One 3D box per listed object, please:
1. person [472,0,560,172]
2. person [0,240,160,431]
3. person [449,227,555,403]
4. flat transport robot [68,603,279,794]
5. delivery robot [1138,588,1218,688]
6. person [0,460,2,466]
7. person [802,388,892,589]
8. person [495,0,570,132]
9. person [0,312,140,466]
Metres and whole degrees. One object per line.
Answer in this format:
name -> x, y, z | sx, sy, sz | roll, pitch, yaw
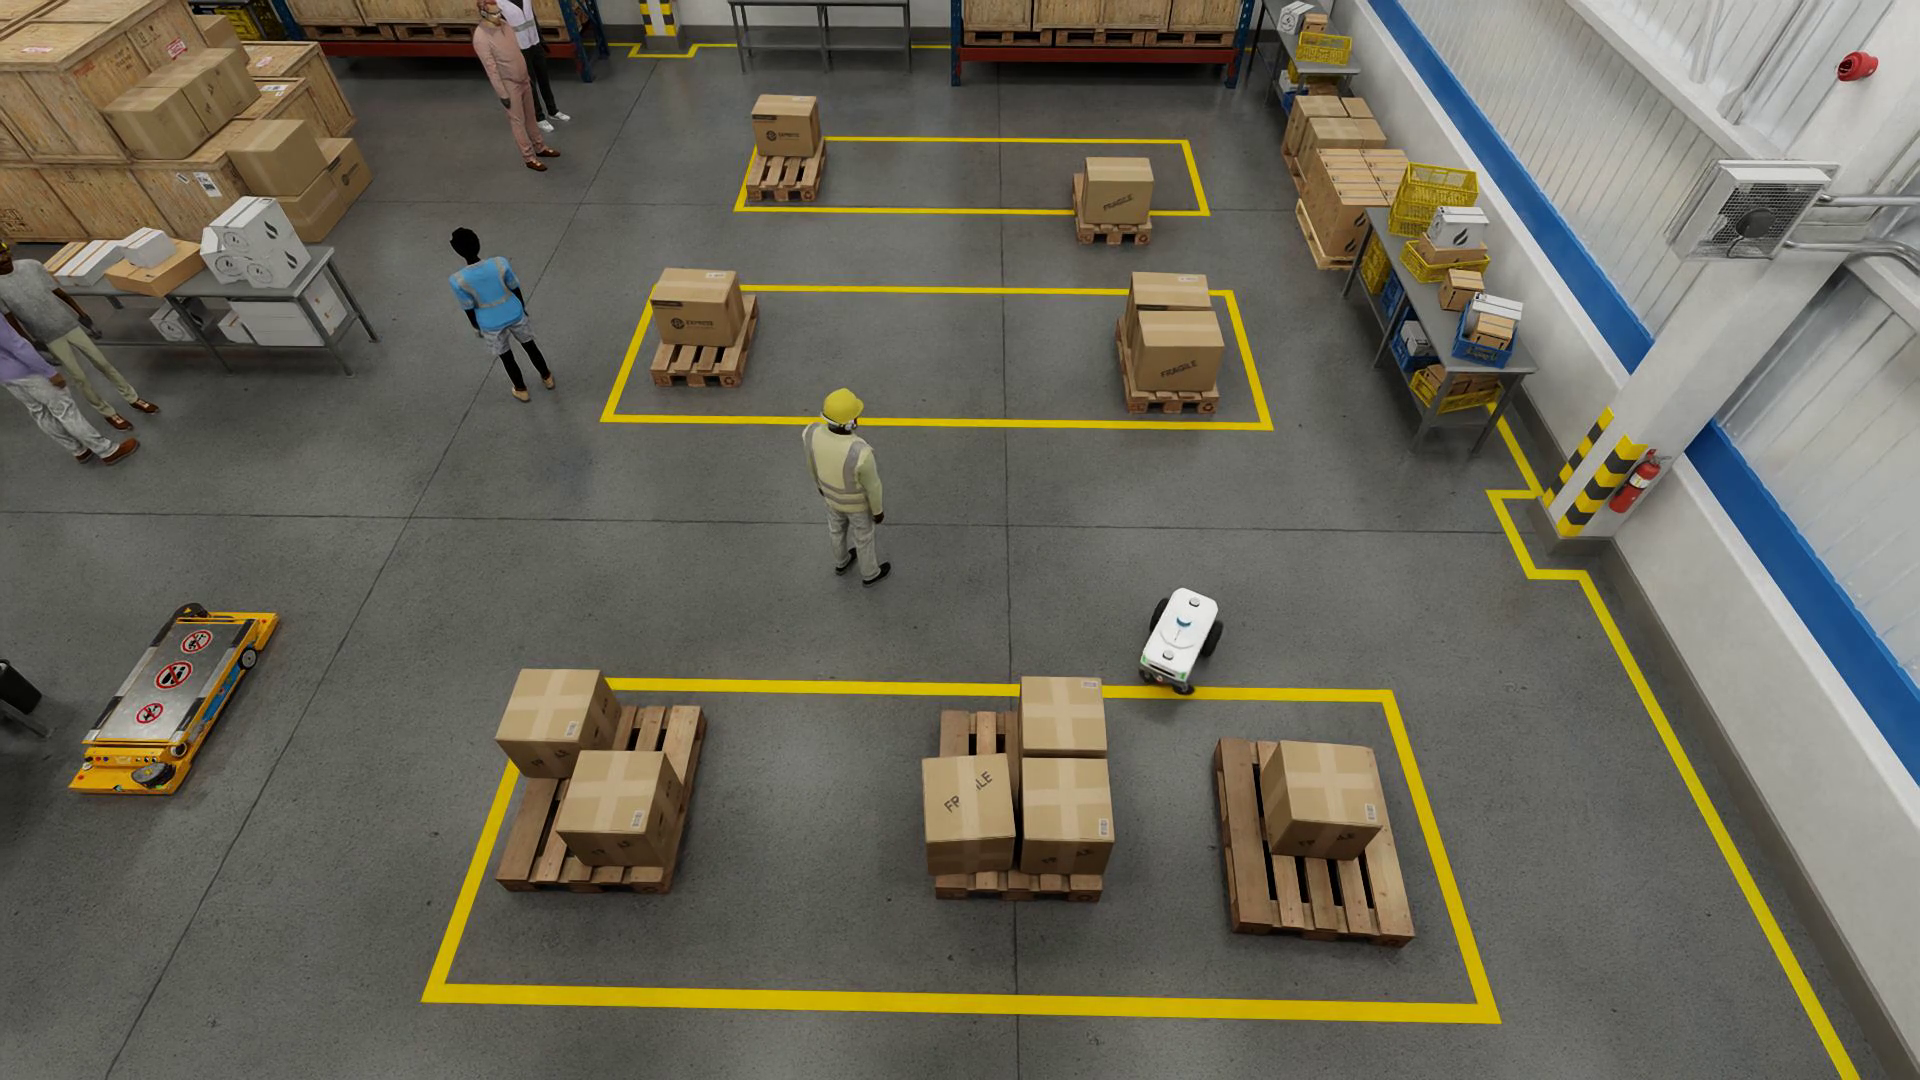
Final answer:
person -> -5.268, -5.391, 10.849 | 0.410, 1.906, 0.642 | 8, 50, 7
person -> -7.650, -1.753, 7.803 | 0.338, 1.863, 0.513 | 19, 52, 15
person -> -4.050, -1.958, 8.077 | 0.532, 1.697, 0.319 | -35, 58, -26
flat transport robot -> -5.504, 1.072, 6.442 | 0.652, 0.197, 1.431 | 1, 50, 1
delivery robot -> 1.560, 0.688, 6.523 | 0.477, 0.478, 0.707 | 23, 54, 19
person -> -8.536, -1.130, 7.265 | 0.360, 1.879, 0.578 | -23, 54, -18
person -> -0.794, -0.354, 6.633 | 0.599, 1.830, 0.403 | 26, 55, 20
person -> -5.442, -6.186, 11.512 | 0.375, 1.917, 0.598 | 20, 52, 16
person -> -7.623, -1.381, 7.435 | 0.628, 1.936, 0.377 | 9, 50, 8
